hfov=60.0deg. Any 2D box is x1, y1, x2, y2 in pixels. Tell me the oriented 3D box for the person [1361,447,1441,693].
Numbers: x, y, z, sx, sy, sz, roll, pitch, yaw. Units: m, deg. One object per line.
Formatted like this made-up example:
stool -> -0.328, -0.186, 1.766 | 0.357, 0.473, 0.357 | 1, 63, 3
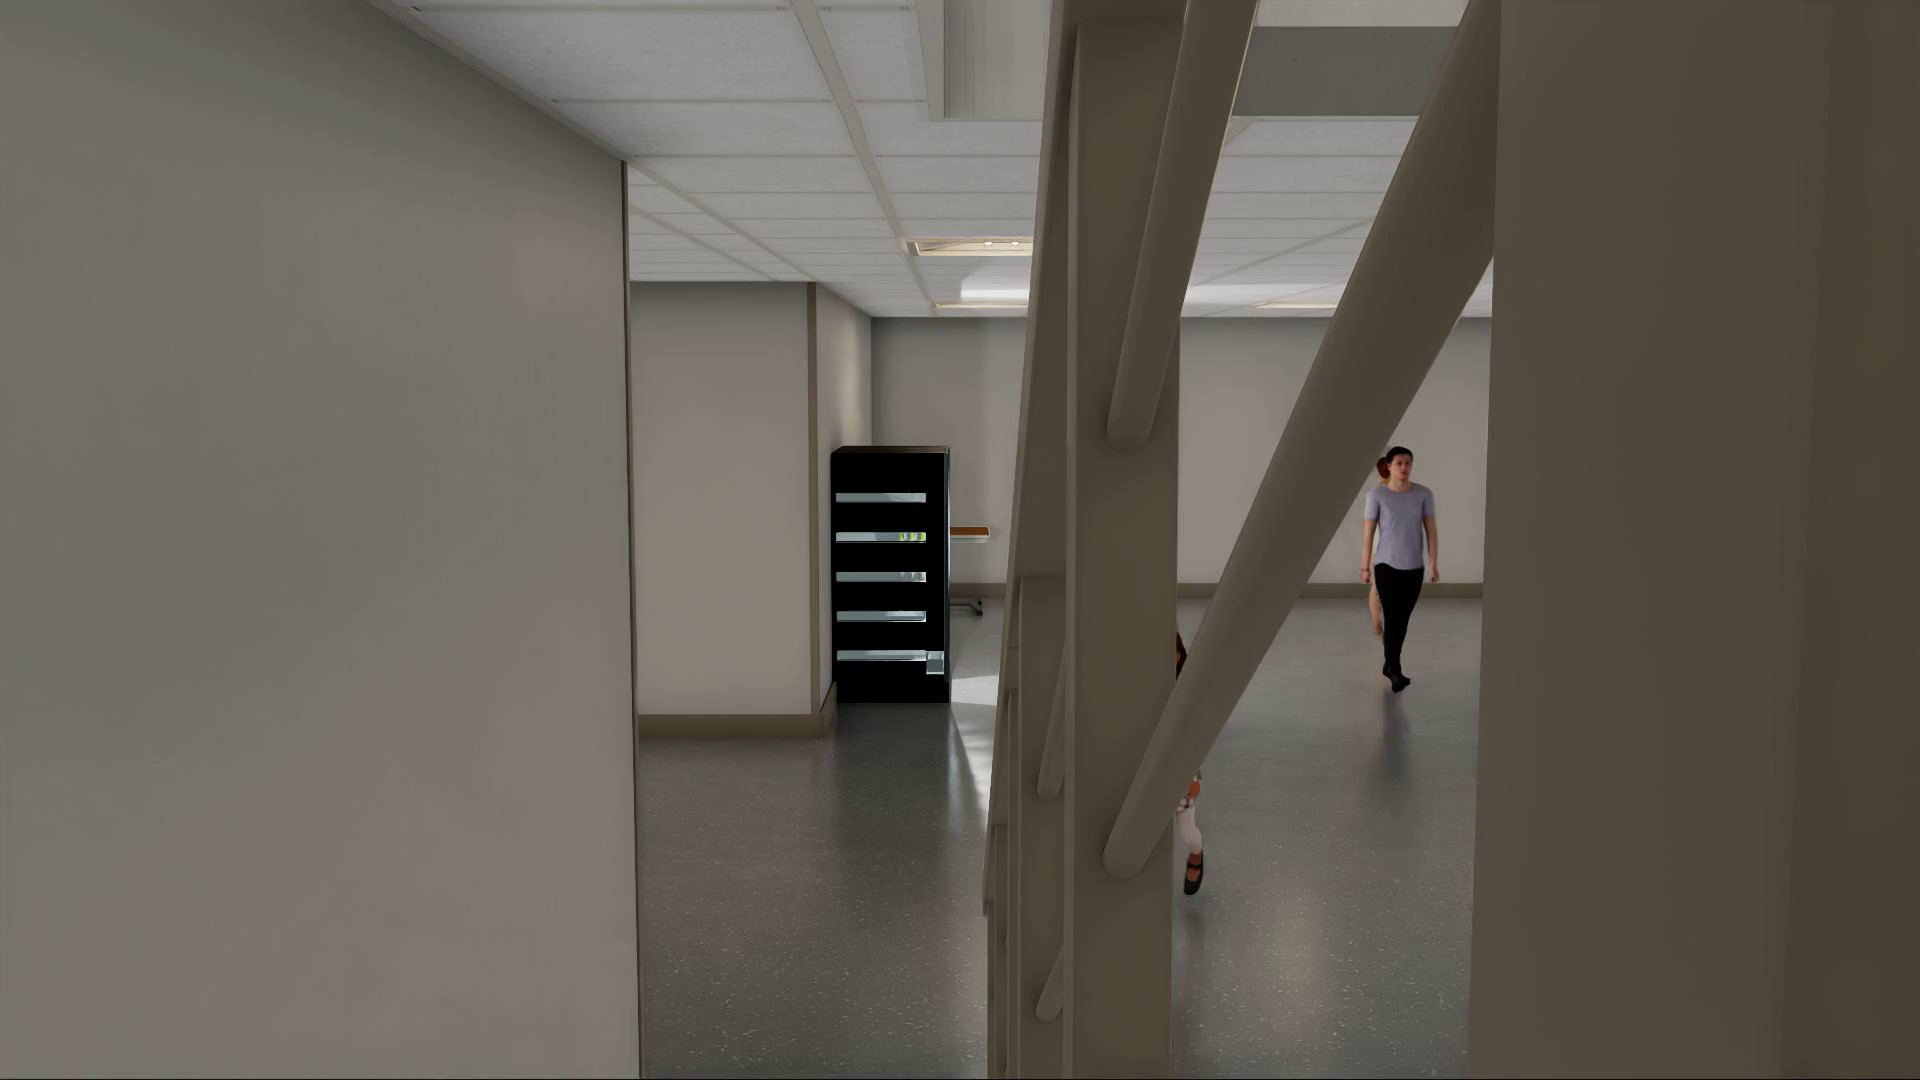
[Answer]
person -> 3.317, 0.233, 12.622 | 0.673, 1.816, 1.154 | 0, 6, -2
